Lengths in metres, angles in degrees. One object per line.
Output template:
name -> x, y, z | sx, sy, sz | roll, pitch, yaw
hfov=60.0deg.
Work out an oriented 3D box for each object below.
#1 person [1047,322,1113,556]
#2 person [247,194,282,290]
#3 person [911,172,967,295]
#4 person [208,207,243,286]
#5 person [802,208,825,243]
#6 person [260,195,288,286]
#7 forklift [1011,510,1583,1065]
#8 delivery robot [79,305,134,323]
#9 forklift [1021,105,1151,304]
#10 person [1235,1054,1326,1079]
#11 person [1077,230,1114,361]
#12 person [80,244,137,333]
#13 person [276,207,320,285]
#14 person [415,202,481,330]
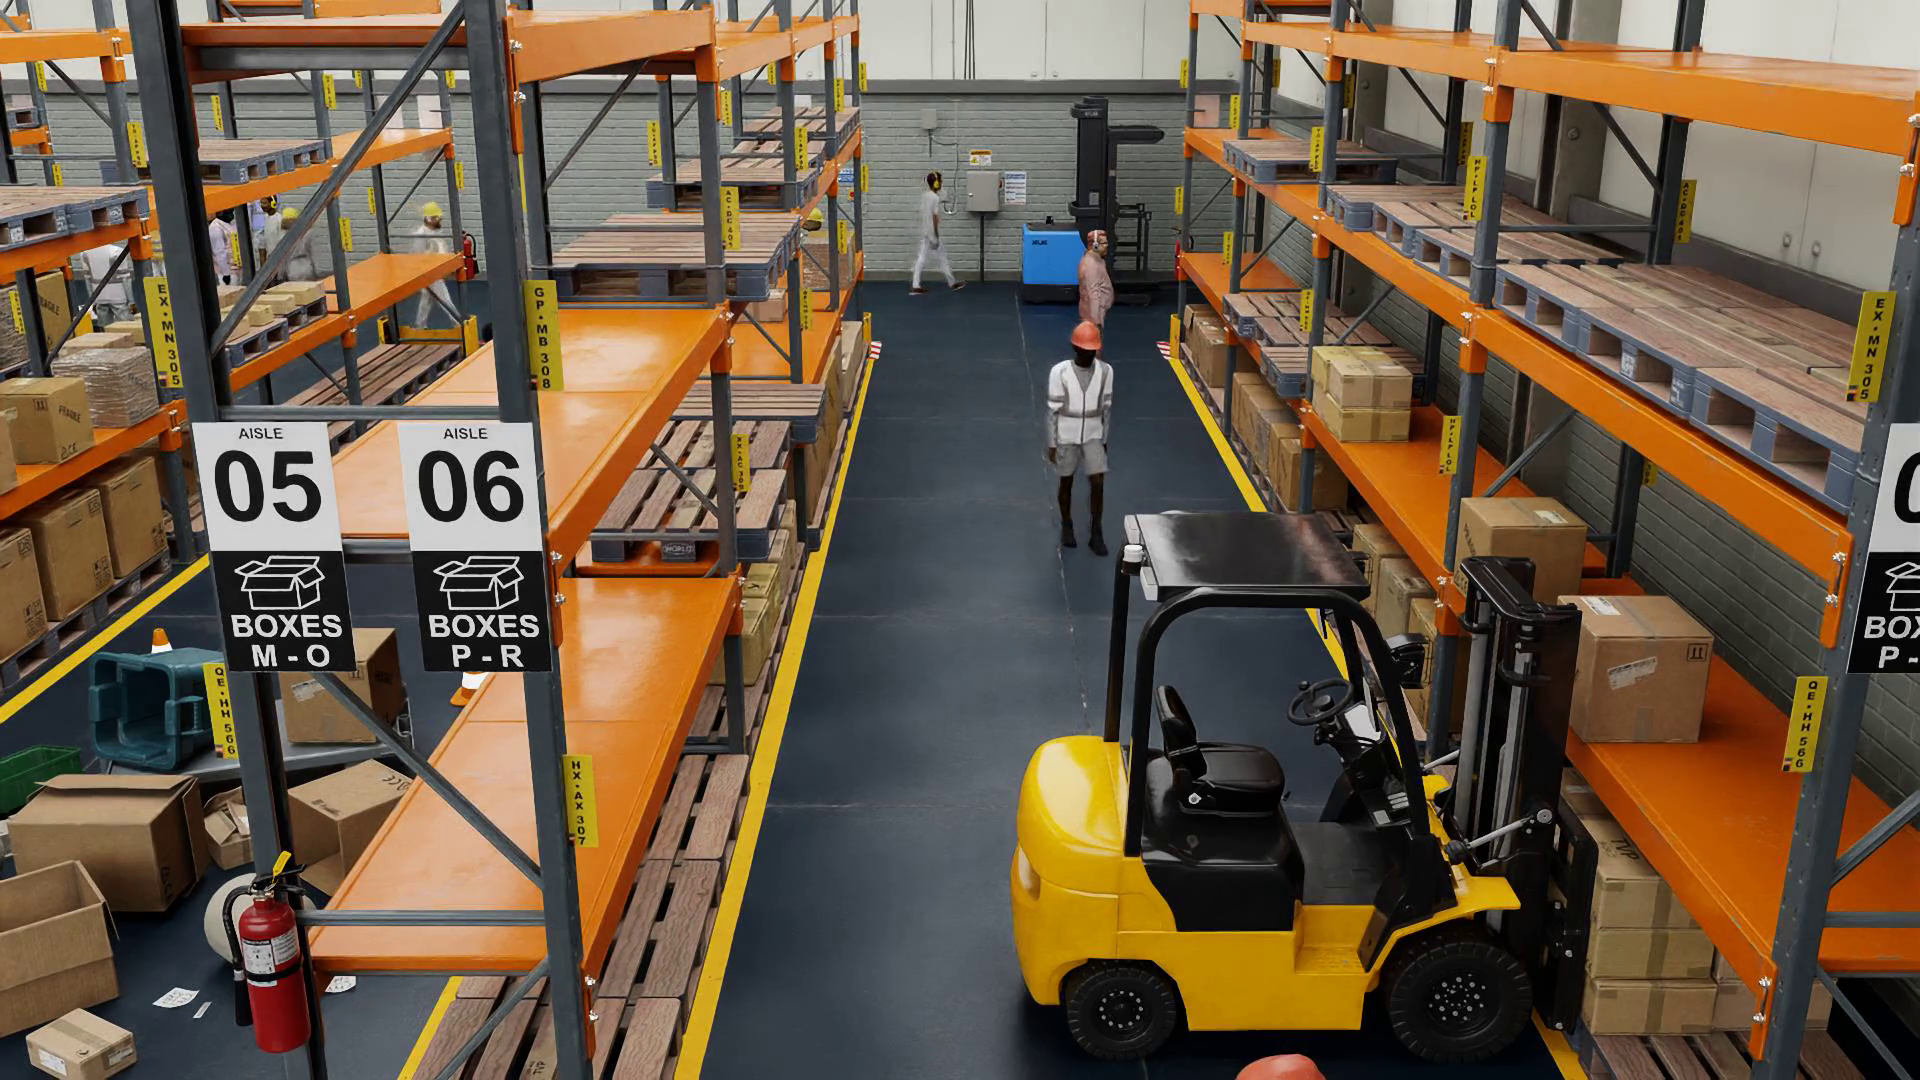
person -> 0.982, -0.807, 13.461 | 0.572, 1.908, 0.771 | -3, 19, -8
person -> -10.700, -4.823, 25.573 | 0.547, 1.924, 0.391 | -12, 22, -33
person -> -0.367, -4.648, 25.205 | 0.962, 1.819, 0.545 | -11, 21, -30
person -> -9.542, -3.525, 21.789 | 0.430, 1.838, 0.619 | -3, 18, -8
person -> -1.912, -3.476, 21.804 | 0.324, 1.732, 0.494 | -1, 18, -2
person -> -9.258, -3.805, 22.604 | 0.510, 1.862, 0.323 | 17, 25, 41
forklift -> 1.387, 1.055, 7.378 | 2.313, 2.155, 1.214 | 0, 18, 0
delivery robot -> -11.408, -3.043, 22.190 | 0.707, 0.478, 0.477 | -16, 24, -41
forklift -> 1.857, -4.944, 24.441 | 1.873, 2.768, 1.129 | 0, 18, 0
person -> 0.751, 2.187, 4.191 | 0.380, 2.045, 0.605 | -8, 20, -24
person -> 1.514, -2.507, 18.598 | 0.409, 1.909, 0.641 | -1, 18, -2
person -> -9.990, -2.849, 19.603 | 0.543, 1.929, 0.387 | 1, 18, 4
person -> -8.704, -3.492, 21.858 | 0.552, 1.713, 0.508 | 14, 23, 36
person -> -6.853, -3.552, 21.944 | 0.958, 1.776, 0.593 | 1, 18, 2
